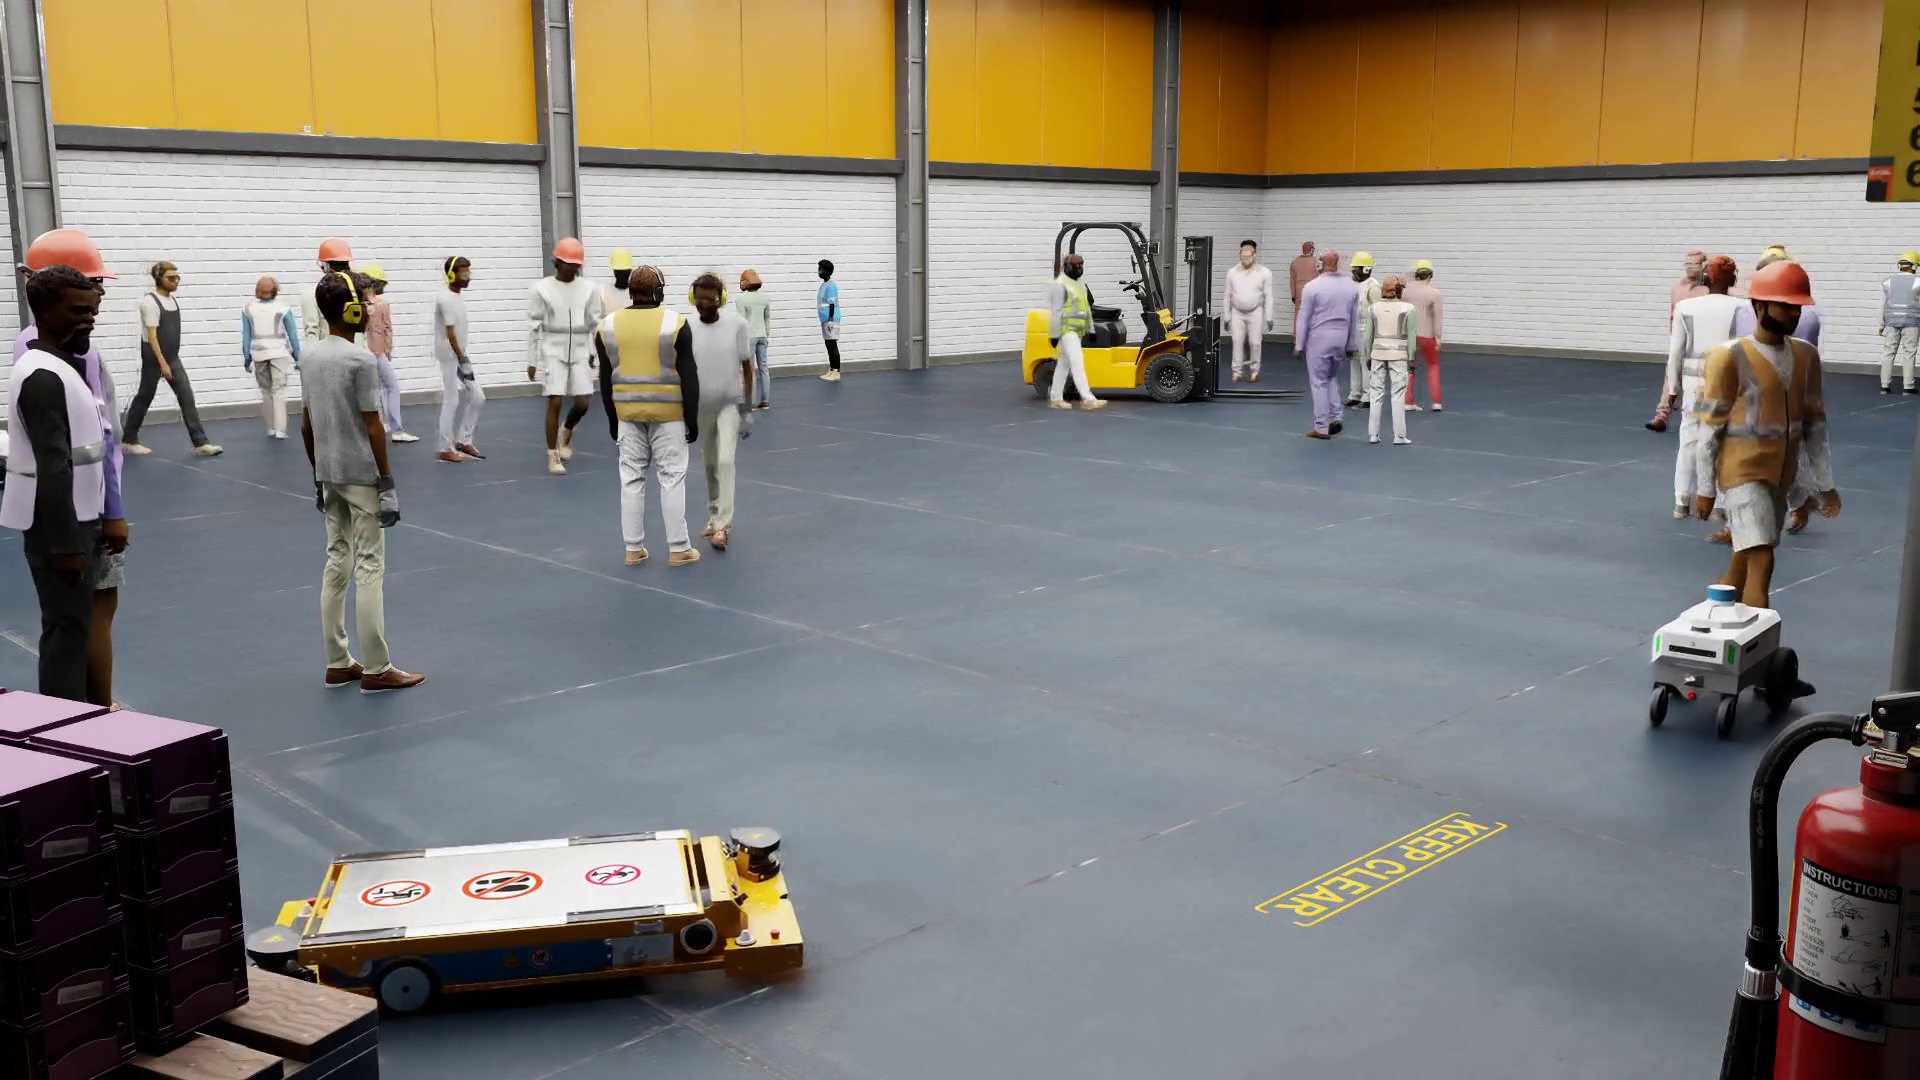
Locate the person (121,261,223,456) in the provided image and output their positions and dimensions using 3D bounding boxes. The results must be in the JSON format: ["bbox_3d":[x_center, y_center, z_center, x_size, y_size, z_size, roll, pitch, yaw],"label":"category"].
[{"bbox_3d":[-7.317,-1.644,15.219,0.992,1.796,0.495,2,11,12],"label":"person"}]

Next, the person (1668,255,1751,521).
[{"bbox_3d":[5.345,-1.073,11.829,0.584,1.882,0.349,7,12,32],"label":"person"}]

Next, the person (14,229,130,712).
[{"bbox_3d":[-3.394,-0.168,6.456,0.607,2.044,0.372,9,14,41],"label":"person"}]

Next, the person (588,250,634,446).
[{"bbox_3d":[-3.197,-1.795,15.755,0.591,1.891,0.856,0,10,1],"label":"person"}]

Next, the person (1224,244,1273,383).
[{"bbox_3d":[3.954,-3.106,22.873,0.666,1.905,0.398,4,11,20],"label":"person"}]

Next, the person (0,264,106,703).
[{"bbox_3d":[-3.300,-0.043,6.121,0.396,1.917,0.590,-5,11,-25],"label":"person"}]

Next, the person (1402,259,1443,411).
[{"bbox_3d":[5.323,-2.328,19.044,0.543,1.753,0.455,9,14,40],"label":"person"}]

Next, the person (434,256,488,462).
[{"bbox_3d":[-4.450,-1.589,14.759,0.541,1.838,0.537,1,10,7],"label":"person"}]

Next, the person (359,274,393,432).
[{"bbox_3d":[-6.045,-1.919,17.105,0.522,1.638,0.310,5,12,26],"label":"person"}]

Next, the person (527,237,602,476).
[{"bbox_3d":[-3.371,-1.565,14.178,0.698,2.005,0.644,-6,12,-28],"label":"person"}]

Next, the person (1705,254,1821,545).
[{"bbox_3d":[5.393,-0.928,10.991,0.922,1.912,0.640,-3,11,-17],"label":"person"}]

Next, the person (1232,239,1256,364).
[{"bbox_3d":[4.488,-3.763,26.306,0.382,1.957,0.613,5,11,24],"label":"person"}]

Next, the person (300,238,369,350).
[{"bbox_3d":[-4.859,-1.354,13.051,0.377,1.995,0.608,5,11,25],"label":"person"}]

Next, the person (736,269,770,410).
[{"bbox_3d":[-2.406,-2.322,19.324,0.289,1.632,0.497,9,14,41],"label":"person"}]

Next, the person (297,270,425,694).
[{"bbox_3d":[-2.685,-0.250,7.383,0.513,1.870,0.328,6,12,30],"label":"person"}]

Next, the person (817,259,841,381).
[{"bbox_3d":[-1.829,-3.056,23.171,0.321,1.690,0.536,-3,11,-18],"label":"person"}]

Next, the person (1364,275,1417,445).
[{"bbox_3d":[4.161,-1.734,16.104,0.515,1.636,0.315,7,13,35],"label":"person"}]

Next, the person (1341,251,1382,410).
[{"bbox_3d":[4.656,-2.421,19.311,0.404,1.833,0.591,-3,11,-14],"label":"person"}]

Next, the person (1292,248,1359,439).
[{"bbox_3d":[3.625,-1.947,16.589,0.645,1.892,0.432,-5,12,-26],"label":"person"}]

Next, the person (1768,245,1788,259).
[{"bbox_3d":[11.161,-3.097,22.864,0.355,1.884,0.574,7,13,35],"label":"person"}]

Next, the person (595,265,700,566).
[{"bbox_3d":[-1.887,-0.753,10.196,0.626,1.844,0.429,2,11,9],"label":"person"}]

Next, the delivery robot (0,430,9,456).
[{"bbox_3d":[-7.870,-0.742,13.388,0.707,0.478,0.477,-1,10,-4],"label":"delivery robot"}]

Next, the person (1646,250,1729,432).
[{"bbox_3d":[7.454,-2.012,17.005,0.950,1.864,0.650,-8,13,-38],"label":"person"}]

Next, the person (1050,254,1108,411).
[{"bbox_3d":[1.396,-2.389,19.228,0.893,1.806,0.628,5,12,27],"label":"person"}]

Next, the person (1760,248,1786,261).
[{"bbox_3d":[8.481,-2.052,17.155,0.737,1.897,0.591,-4,11,-21],"label":"person"}]

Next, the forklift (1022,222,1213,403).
[{"bbox_3d":[1.935,-2.847,20.651,2.313,2.155,1.214,2,11,13],"label":"forklift"}]

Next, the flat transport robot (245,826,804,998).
[{"bbox_3d":[-1.193,1.047,4.667,1.431,0.197,0.652,-2,11,-12],"label":"flat transport robot"}]

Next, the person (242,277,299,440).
[{"bbox_3d":[-6.879,-1.815,16.647,0.535,1.623,0.531,0,10,1],"label":"person"}]

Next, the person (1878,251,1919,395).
[{"bbox_3d":[11.977,-2.746,21.115,0.403,1.822,0.589,-10,14,-42],"label":"person"}]

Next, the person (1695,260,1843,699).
[{"bbox_3d":[3.615,-0.253,7.300,0.551,1.904,0.898,-4,11,-21],"label":"person"}]

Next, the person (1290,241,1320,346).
[{"bbox_3d":[6.308,-4.456,30.206,0.638,1.910,0.407,9,14,40],"label":"person"}]

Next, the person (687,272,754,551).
[{"bbox_3d":[-1.595,-0.834,10.814,0.529,1.777,1.064,1,10,4],"label":"person"}]

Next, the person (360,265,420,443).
[{"bbox_3d":[-5.630,-1.788,16.143,0.525,1.733,0.699,10,14,43],"label":"person"}]

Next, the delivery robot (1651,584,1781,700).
[{"bbox_3d":[3.185,0.431,6.992,0.477,0.478,0.707,9,14,39],"label":"delivery robot"}]
